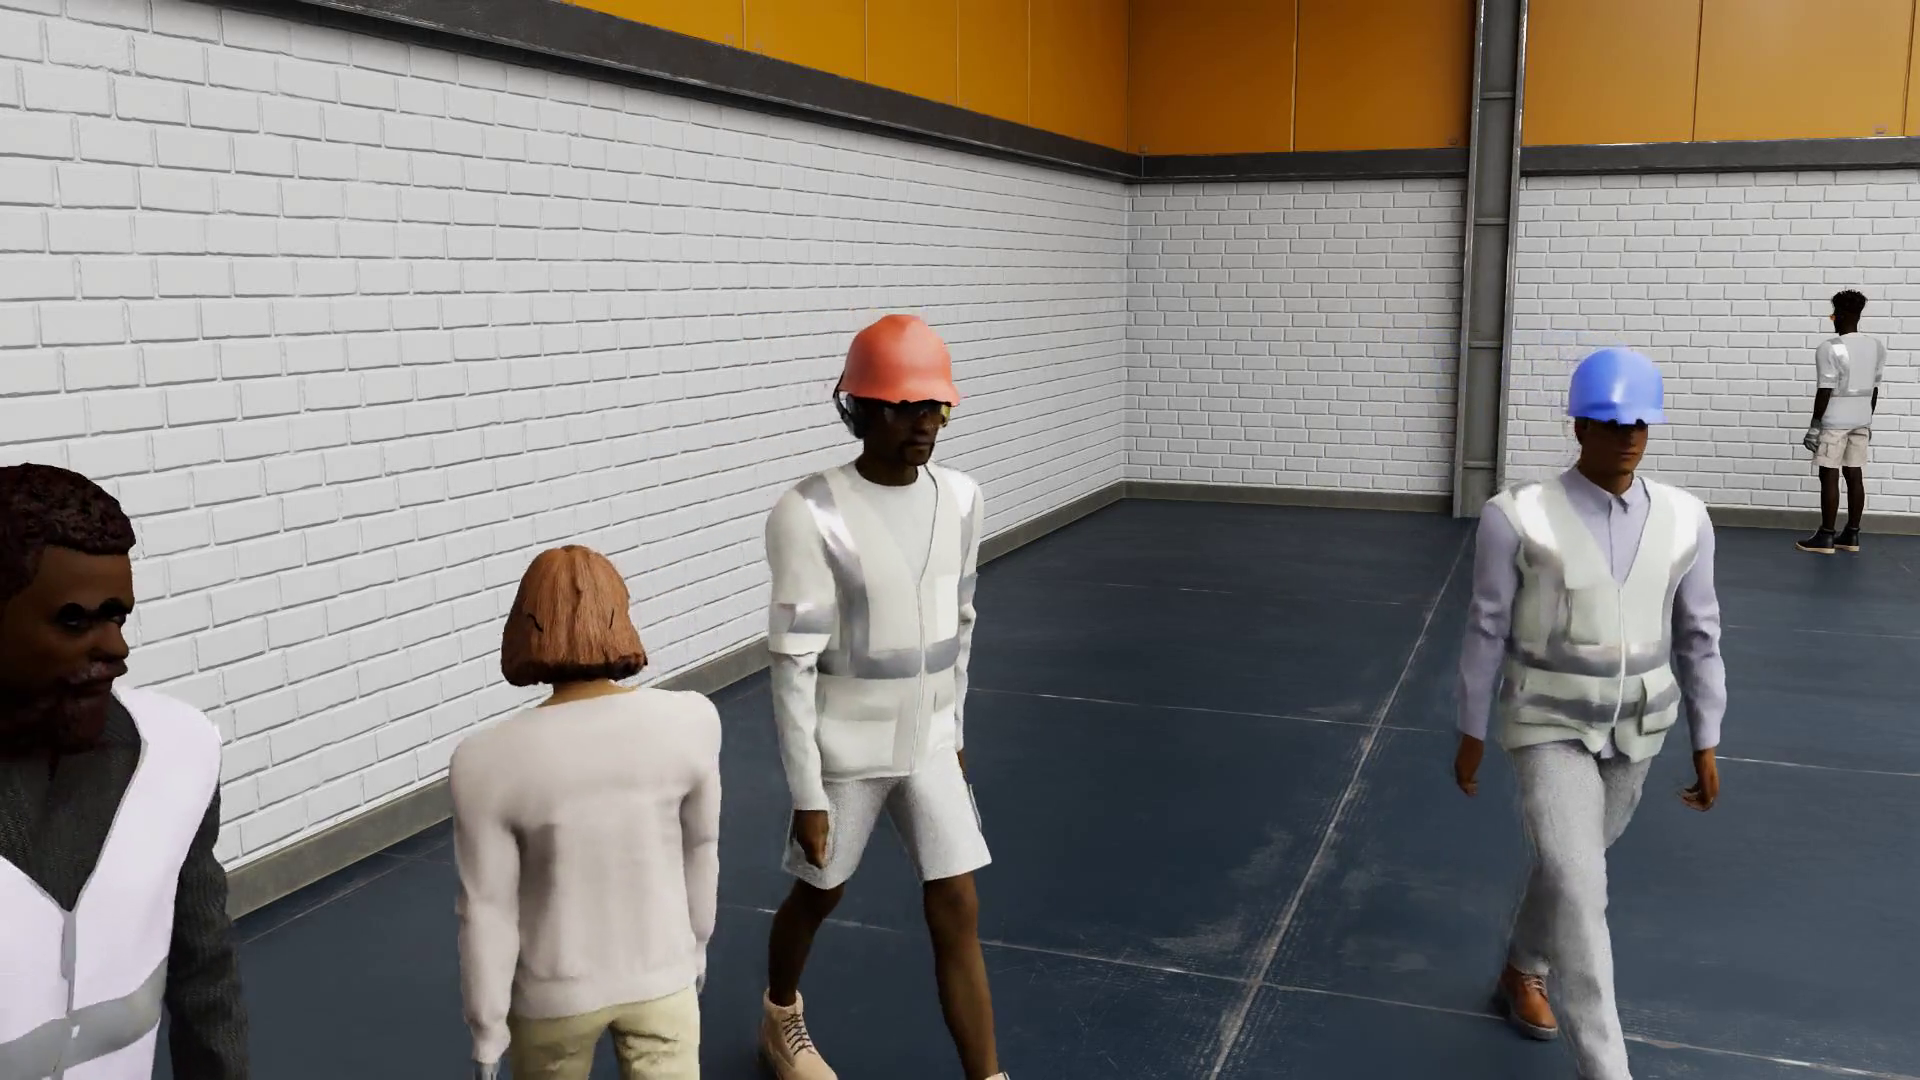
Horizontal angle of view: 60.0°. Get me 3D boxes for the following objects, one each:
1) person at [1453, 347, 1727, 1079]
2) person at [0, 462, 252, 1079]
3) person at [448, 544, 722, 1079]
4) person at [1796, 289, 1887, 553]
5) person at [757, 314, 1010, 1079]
[{"bbox_3d":[1.597,0.466,4.182,0.630,1.894,1.027,-1,9,-7],"label":"person"},{"bbox_3d":[-1.219,0.827,2.064,1.013,1.867,0.645,4,10,25],"label":"person"},{"bbox_3d":[-0.626,0.811,2.926,0.486,1.602,0.715,-4,10,-23],"label":"person"},{"bbox_3d":[6.576,-0.879,12.414,0.610,1.964,0.364,-3,10,-21],"label":"person"},{"bbox_3d":[-0.180,0.469,3.906,0.645,1.983,1.072,-7,11,-38],"label":"person"}]
